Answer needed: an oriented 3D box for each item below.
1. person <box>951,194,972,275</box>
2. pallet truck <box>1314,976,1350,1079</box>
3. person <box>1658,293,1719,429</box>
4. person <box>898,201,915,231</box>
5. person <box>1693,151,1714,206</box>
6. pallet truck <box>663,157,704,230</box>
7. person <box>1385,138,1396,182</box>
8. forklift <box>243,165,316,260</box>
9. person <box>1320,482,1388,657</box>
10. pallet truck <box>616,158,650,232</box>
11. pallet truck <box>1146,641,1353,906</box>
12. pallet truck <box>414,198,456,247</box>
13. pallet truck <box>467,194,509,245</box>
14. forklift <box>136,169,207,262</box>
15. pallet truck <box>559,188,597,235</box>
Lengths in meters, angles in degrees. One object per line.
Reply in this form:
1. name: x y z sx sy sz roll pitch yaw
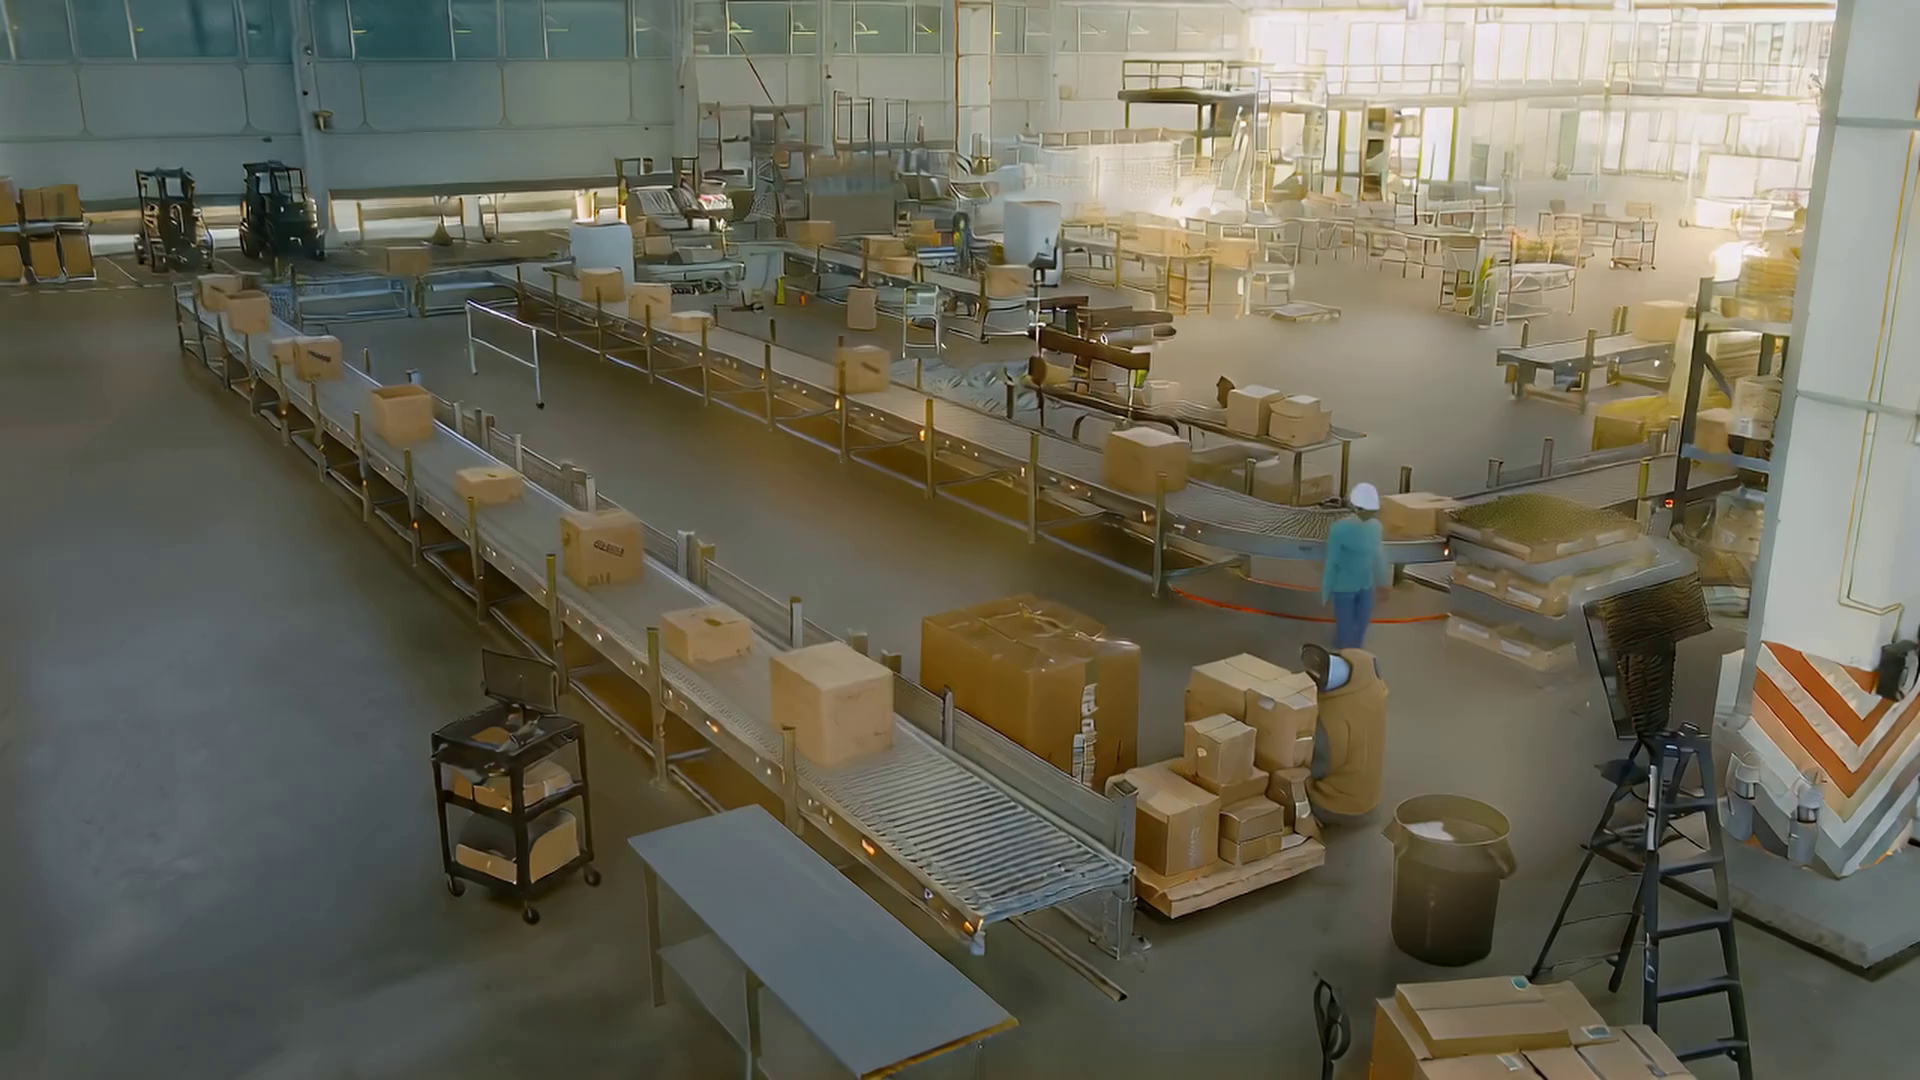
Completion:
1. person: 0.061 -5.855 33.122 0.379 2.045 0.605 -8 19 -26
2. pallet truck: 2.299 2.390 7.086 1.601 1.201 0.680 -2 17 -7
3. person: 9.676 -2.353 21.882 0.775 1.805 0.598 -8 18 -24
4. person: -1.233 -7.540 38.984 0.427 1.892 0.677 -6 18 -20
5. person: 22.878 -11.116 51.171 0.563 1.719 0.570 -14 22 -38
6. pallet truck: -7.586 -9.308 44.692 0.823 1.965 1.885 -11 20 -33
7. person: 14.482 -12.711 56.279 0.506 1.846 0.346 -14 22 -39
8. forklift: -15.898 -7.669 38.708 1.157 1.987 2.680 -11 20 -33
9. person: 3.054 0.391 12.855 0.611 1.744 0.395 -9 19 -27
10. pallet truck: -8.918 -9.176 44.255 0.823 1.965 1.885 -9 19 -27
11. pallet truck: 1.664 1.407 10.232 1.630 1.274 0.653 -10 20 -31
12. pallet truck: -13.250 -8.060 41.856 0.680 1.201 1.601 -10 20 -31
13. pallet truck: -11.983 -8.177 42.137 0.704 1.261 1.522 -11 20 -33
14. forklift: -17.842 -7.318 37.559 1.157 1.987 2.680 -10 20 -31
15. pallet truck: -10.010 -8.652 43.699 0.653 1.274 1.630 -10 20 -31
